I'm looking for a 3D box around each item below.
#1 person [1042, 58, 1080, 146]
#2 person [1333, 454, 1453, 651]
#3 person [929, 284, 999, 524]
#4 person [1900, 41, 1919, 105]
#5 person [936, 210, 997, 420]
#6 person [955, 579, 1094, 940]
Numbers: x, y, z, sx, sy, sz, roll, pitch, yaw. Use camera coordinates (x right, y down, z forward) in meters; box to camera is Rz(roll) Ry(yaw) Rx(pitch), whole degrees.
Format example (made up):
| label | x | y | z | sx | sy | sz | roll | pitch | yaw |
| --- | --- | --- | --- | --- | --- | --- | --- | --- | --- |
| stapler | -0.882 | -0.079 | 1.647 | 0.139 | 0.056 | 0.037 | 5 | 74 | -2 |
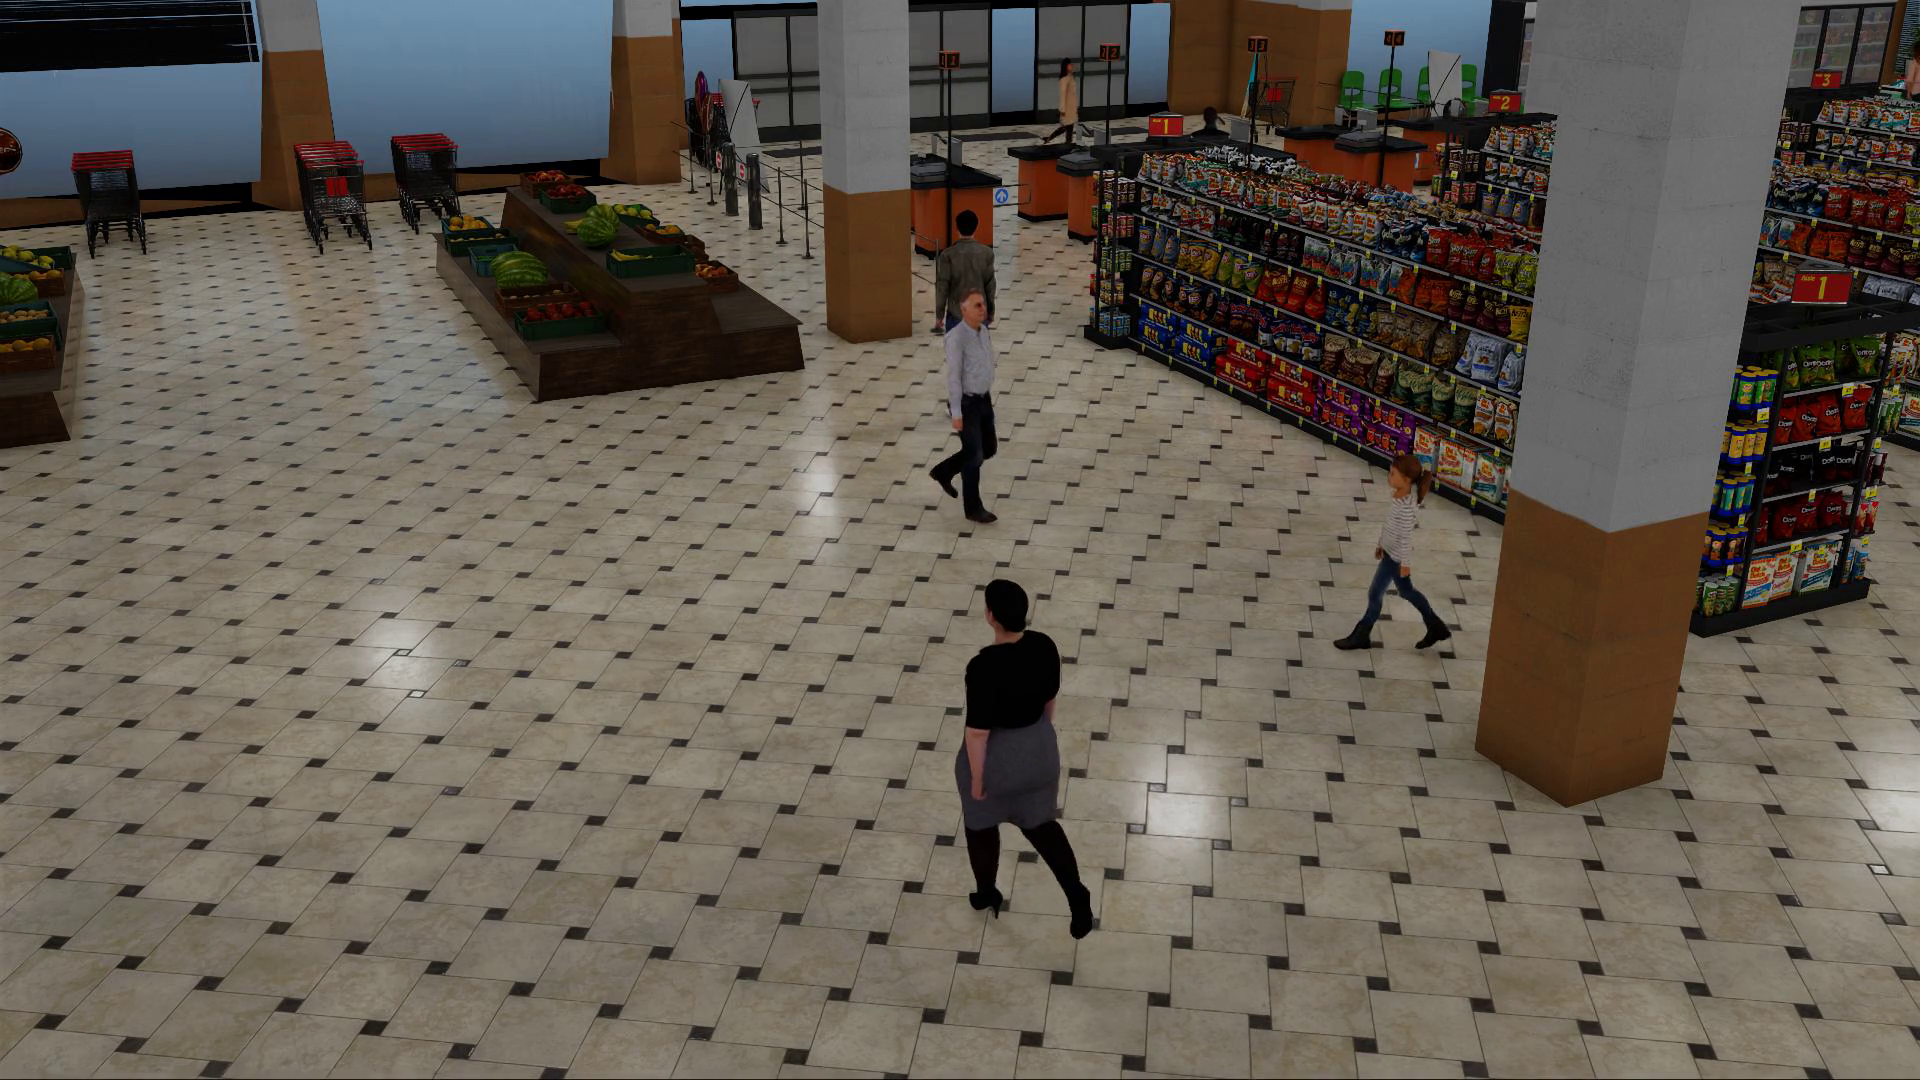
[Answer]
| label | x | y | z | sx | sy | sz | roll | pitch | yaw |
| --- | --- | --- | --- | --- | --- | --- | --- | --- | --- |
| person | 1.726 | -7.268 | 28.091 | 1.032 | 1.666 | 0.965 | 8 | 23 | 20 |
| person | 2.759 | 0.108 | 10.238 | 0.854 | 1.290 | 0.924 | 2 | 22 | 6 |
| person | 0.022 | -1.027 | 12.371 | 1.018 | 1.805 | 0.911 | 14 | 26 | 30 |
| person | 17.168 | -7.989 | 29.777 | 0.759 | 1.746 | 1.220 | -5 | 22 | -13 |
| person | 0.058 | -1.966 | 14.628 | 0.729 | 1.864 | 0.606 | -7 | 23 | -17 |
| person | 0.293 | 1.028 | 7.355 | 0.757 | 1.733 | 1.074 | -15 | 26 | -32 |
